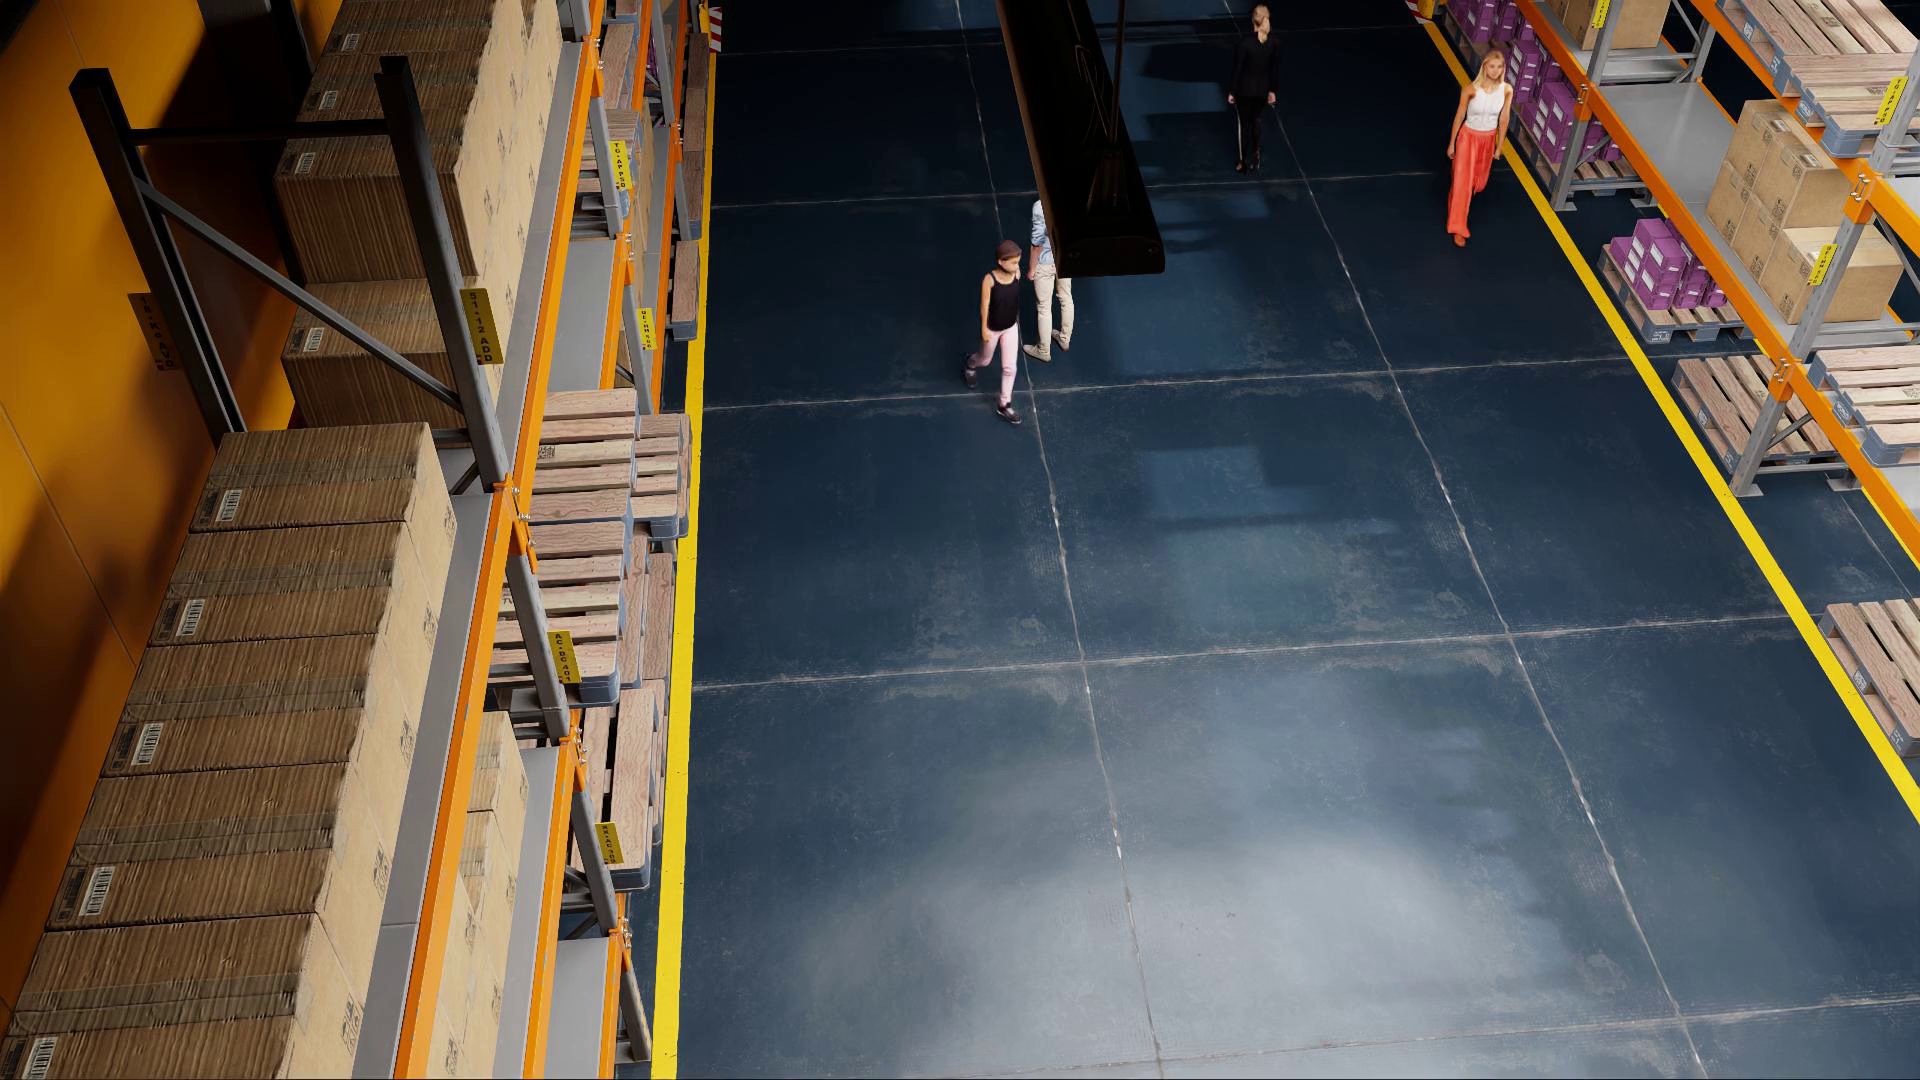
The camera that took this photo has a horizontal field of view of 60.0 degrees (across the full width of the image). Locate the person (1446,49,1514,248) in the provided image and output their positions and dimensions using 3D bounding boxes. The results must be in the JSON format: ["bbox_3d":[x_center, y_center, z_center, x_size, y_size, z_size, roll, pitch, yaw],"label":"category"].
[{"bbox_3d":[4.547,-3.549,14.742,0.687,1.785,1.058,0,44,0],"label":"person"}]

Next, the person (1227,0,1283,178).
[{"bbox_3d":[2.733,-4.089,15.373,0.691,1.698,0.714,-11,45,-11],"label":"person"}]

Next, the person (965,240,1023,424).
[{"bbox_3d":[0.264,-1.692,12.977,0.765,1.533,1.064,-15,46,-15],"label":"person"}]

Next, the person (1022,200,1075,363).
[{"bbox_3d":[0.753,-2.265,13.350,0.734,1.848,0.750,-29,51,-27],"label":"person"}]
